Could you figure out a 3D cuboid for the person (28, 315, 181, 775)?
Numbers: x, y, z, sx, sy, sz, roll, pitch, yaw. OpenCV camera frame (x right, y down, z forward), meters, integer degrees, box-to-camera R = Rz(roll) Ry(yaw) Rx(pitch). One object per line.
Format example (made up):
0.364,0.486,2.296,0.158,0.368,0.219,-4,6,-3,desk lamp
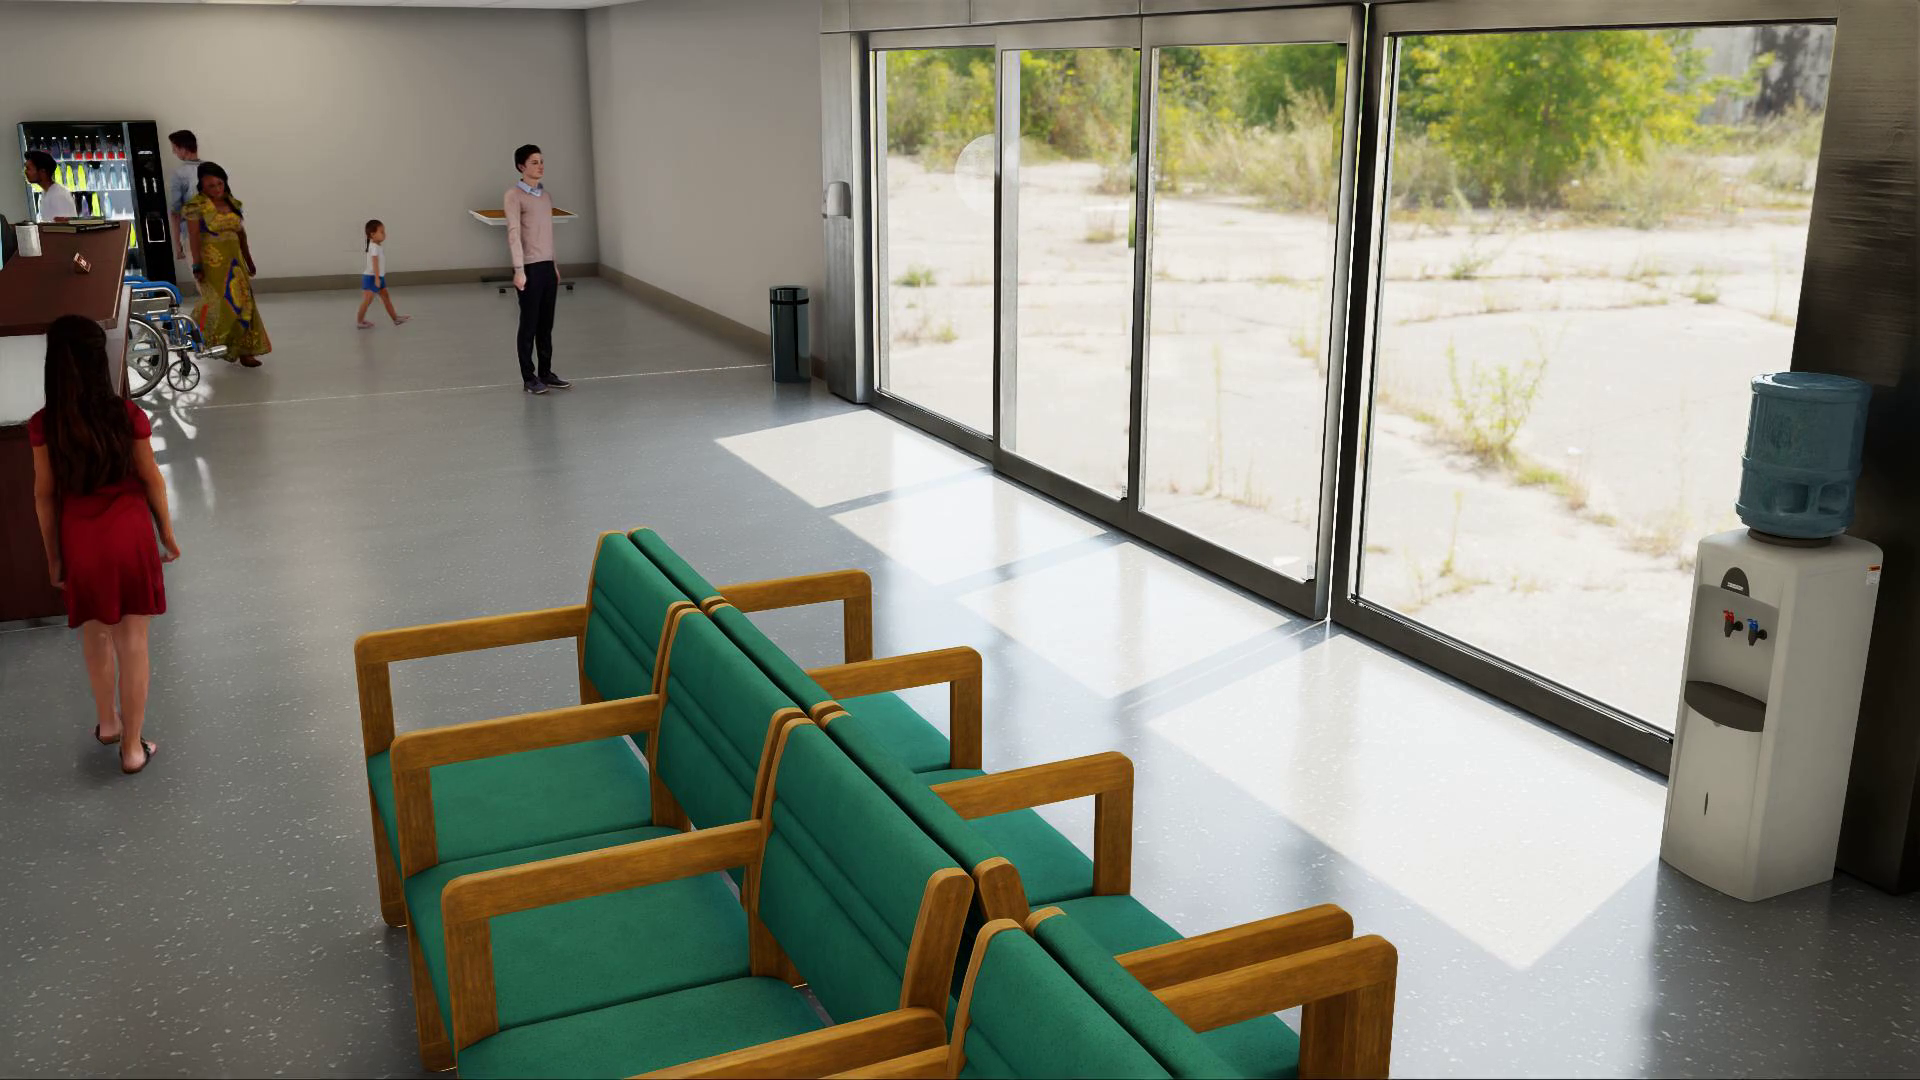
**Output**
-2.848,0.039,5.544,0.640,1.537,0.656,-4,16,-15,person

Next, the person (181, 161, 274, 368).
-5.914,-2.166,13.188,1.130,1.641,1.070,4,16,14,person

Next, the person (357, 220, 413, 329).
-5.446,-2.435,15.344,0.745,0.988,0.564,-2,16,-5,person

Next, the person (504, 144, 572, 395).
-3.145,-2.013,12.337,0.768,1.808,0.684,7,17,25,person

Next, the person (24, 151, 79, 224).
-7.090,-2.256,13.381,0.769,1.709,0.736,-14,21,-41,person
